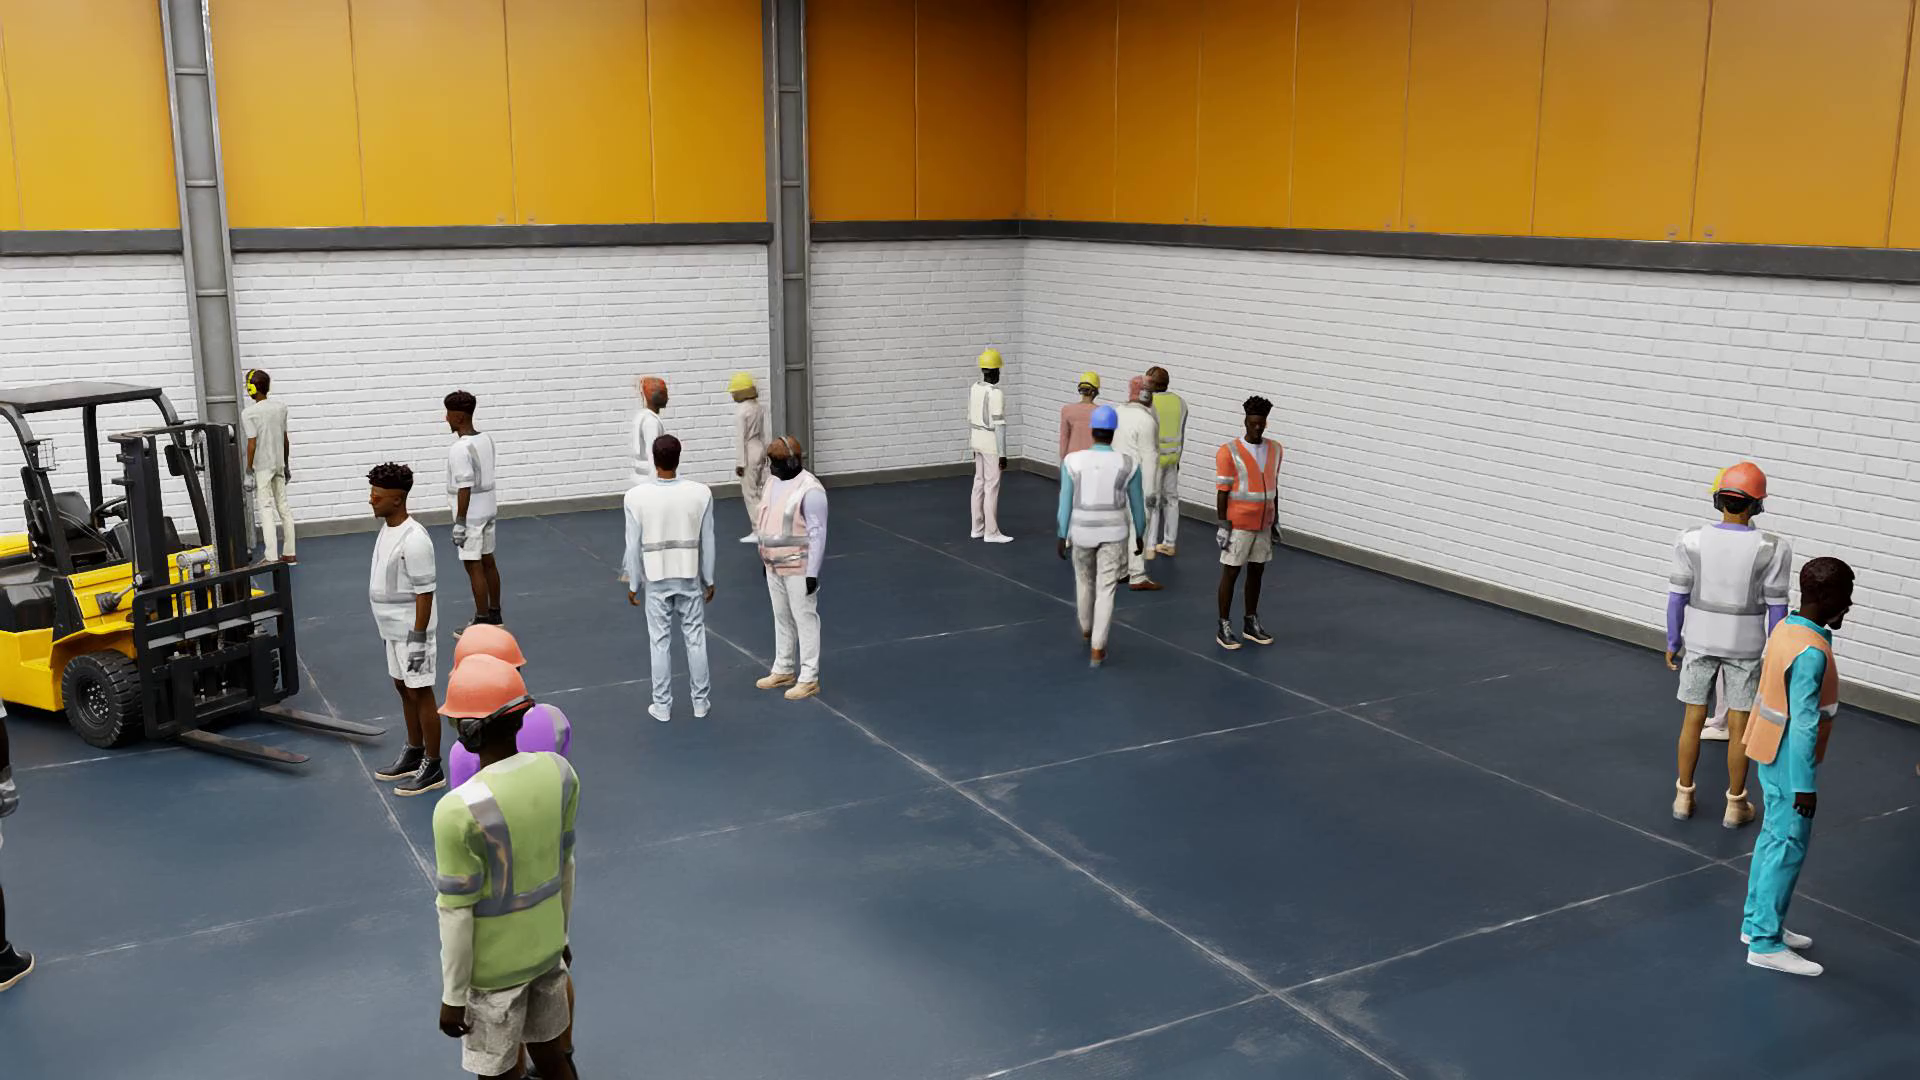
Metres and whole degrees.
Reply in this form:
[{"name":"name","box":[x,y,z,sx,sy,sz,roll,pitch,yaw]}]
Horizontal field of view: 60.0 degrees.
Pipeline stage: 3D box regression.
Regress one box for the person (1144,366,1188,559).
[{"name":"person","box":[1.871,-0.736,15.884,0.623,1.845,0.430,-8,15,-34]}]

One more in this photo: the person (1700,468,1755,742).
[{"name":"person","box":[4.898,0.413,10.678,0.326,1.765,0.533,10,15,38]}]

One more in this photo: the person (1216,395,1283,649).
[{"name":"person","box":[2.232,-0.144,12.814,0.612,1.962,0.364,-7,14,-28]}]

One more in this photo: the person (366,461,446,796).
[{"name":"person","box":[-3.255,0.509,9.747,0.366,1.967,0.602,-8,15,-35]}]

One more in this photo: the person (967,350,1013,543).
[{"name":"person","box":[0.299,-0.933,16.595,0.361,1.928,0.594,-7,14,-29]}]

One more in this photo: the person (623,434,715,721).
[{"name":"person","box":[-1.915,0.257,11.045,0.590,1.919,0.396,-4,13,-16]}]

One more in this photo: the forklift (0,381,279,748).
[{"name":"forklift","box":[-5.853,0.085,11.199,2.313,2.155,1.214,7,14,28]}]

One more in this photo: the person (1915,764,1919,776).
[{"name":"person","box":[5.992,0.507,9.802,0.605,1.949,0.402,1,12,4]}]

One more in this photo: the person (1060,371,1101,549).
[{"name":"person","box":[1.233,-0.770,16.248,0.534,1.756,0.342,4,13,17]}]

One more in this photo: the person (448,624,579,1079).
[{"name":"person","box":[-1.723,1.259,6.344,0.388,1.926,0.549,8,14,32]}]

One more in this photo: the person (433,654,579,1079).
[{"name":"person","box":[-1.521,1.373,5.561,0.404,2.036,0.601,5,13,24]}]

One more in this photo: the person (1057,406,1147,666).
[{"name":"person","box":[1.088,-0.066,12.579,0.654,1.903,0.941,3,12,12]}]

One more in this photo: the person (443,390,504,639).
[{"name":"person","box":[-3.840,-0.201,13.082,0.367,1.962,0.613,1,12,6]}]

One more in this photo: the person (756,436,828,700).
[{"name":"person","box":[-1.186,0.186,11.580,0.430,1.837,0.619,-10,15,-39]}]

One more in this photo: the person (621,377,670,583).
[{"name":"person","box":[-2.755,-0.506,14.824,0.739,1.876,0.607,-4,13,-19]}]

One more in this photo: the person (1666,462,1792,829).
[{"name":"person","box":[4.256,0.577,9.250,0.614,2.041,0.390,8,14,33]}]

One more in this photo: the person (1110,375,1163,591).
[{"name":"person","box":[1.566,-0.508,14.664,0.402,1.905,0.653,-5,13,-23]}]

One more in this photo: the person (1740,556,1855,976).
[{"name":"person","box":[3.776,1.005,7.566,0.401,1.908,0.598,4,13,19]}]

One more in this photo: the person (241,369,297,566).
[{"name":"person","box":[-6.430,-0.653,15.431,0.328,1.870,0.510,5,13,23]}]

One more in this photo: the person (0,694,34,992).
[{"name":"person","box":[-4.442,1.044,7.243,0.602,1.967,0.366,-3,12,-14]}]

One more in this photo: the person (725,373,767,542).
[{"name":"person","box":[-2.071,-0.810,16.524,0.442,1.712,0.542,4,13,16]}]
